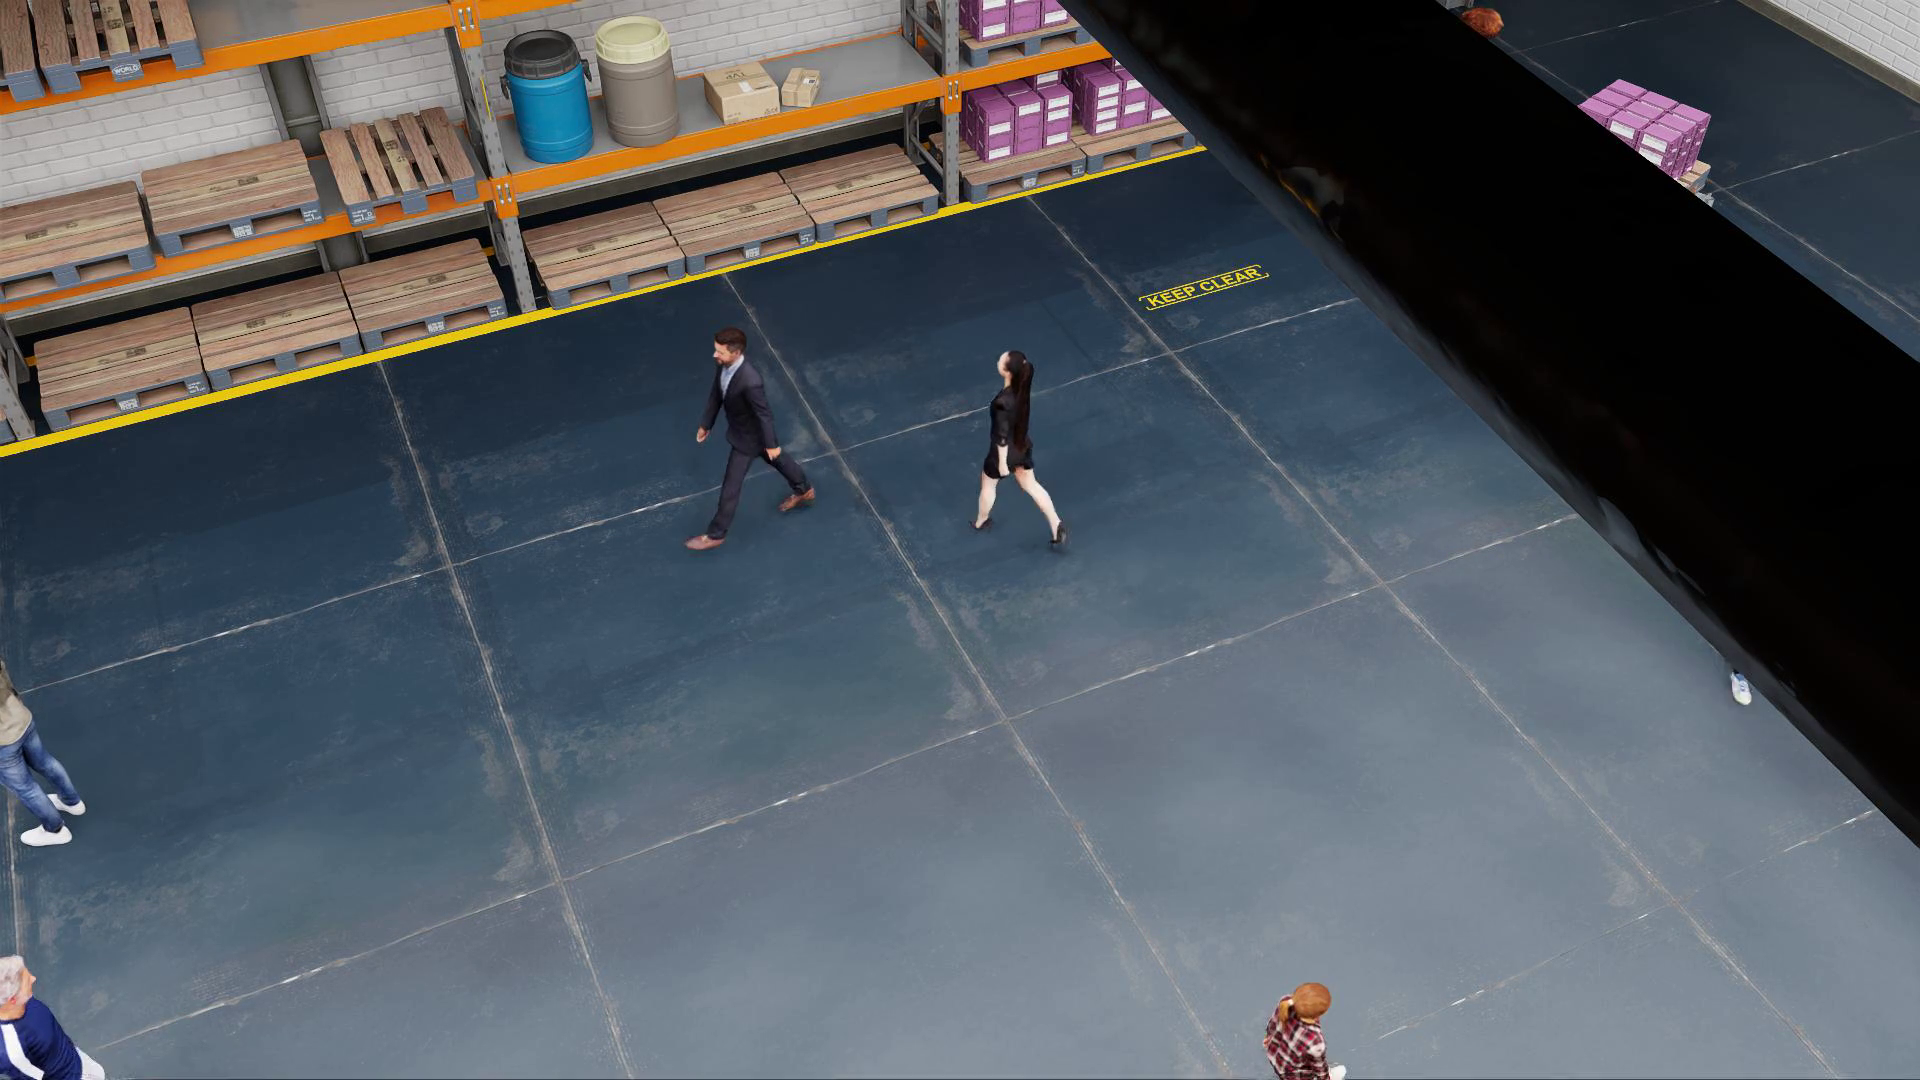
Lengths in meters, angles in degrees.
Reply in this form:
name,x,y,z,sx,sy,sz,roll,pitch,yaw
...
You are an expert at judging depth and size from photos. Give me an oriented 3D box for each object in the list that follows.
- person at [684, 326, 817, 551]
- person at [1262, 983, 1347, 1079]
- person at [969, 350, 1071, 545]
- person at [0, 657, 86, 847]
name,x,y,z,sx,sy,sz,roll,pitch,yaw
person,-1.407,-0.776,11.712,1.304,1.803,0.654,-21,47,-20
person,1.649,2.682,8.472,0.916,1.266,0.589,-15,46,-15
person,0.450,-0.593,11.621,1.026,1.664,1.051,22,48,22
person,-5.586,1.107,9.691,0.766,1.864,0.788,3,44,3
